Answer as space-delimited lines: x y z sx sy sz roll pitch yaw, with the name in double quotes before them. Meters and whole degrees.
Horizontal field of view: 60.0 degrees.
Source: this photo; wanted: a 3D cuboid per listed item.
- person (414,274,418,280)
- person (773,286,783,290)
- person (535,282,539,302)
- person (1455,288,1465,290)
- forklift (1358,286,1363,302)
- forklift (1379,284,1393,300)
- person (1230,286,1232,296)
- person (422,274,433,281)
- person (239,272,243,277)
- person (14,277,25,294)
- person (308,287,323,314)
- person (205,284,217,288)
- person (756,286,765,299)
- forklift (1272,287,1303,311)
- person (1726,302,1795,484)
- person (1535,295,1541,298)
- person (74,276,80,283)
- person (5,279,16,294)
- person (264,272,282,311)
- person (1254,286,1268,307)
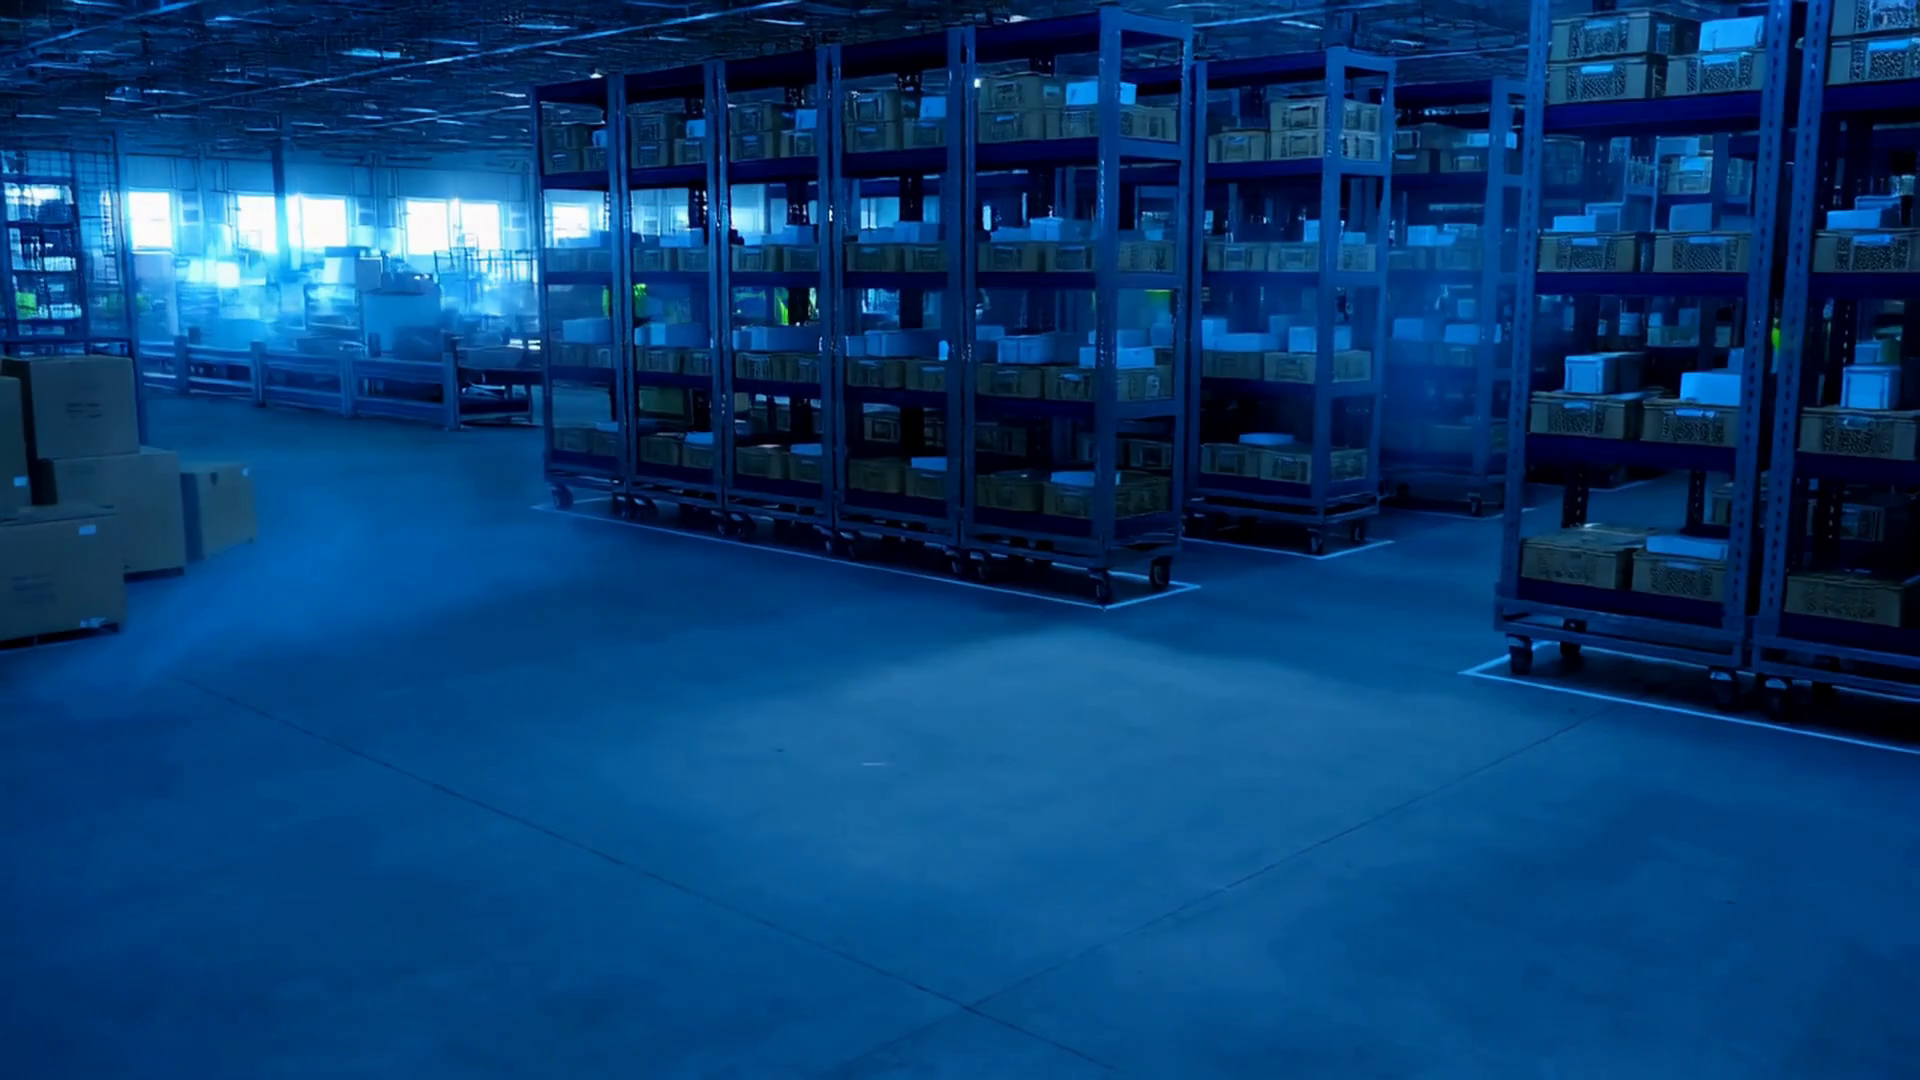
"person" -18.563 -8.111 56.661 0.564 1.893 0.966 7 11 36
"person" -8.368 -11.229 76.586 0.546 1.625 0.357 -5 11 -29
"person" -16.109 -9.300 64.070 0.532 1.864 0.310 3 10 16
"person" 18.391 -8.742 61.422 0.686 1.608 0.505 -7 11 -36
"forklift" 11.100 -7.017 46.970 1.873 2.768 1.129 9 13 43
"forklift" 12.533 -7.277 48.562 1.873 2.768 1.129 9 13 43
"person" 7.804 -6.577 47.932 0.672 1.670 0.559 7 12 39
"person" -25.936 -12.048 81.012 0.621 1.838 0.429 0 9 1
"person" -37.180 -12.926 86.171 0.547 1.914 0.493 5 11 30
"person" -31.787 -7.983 56.140 0.538 1.818 0.971 -6 11 -34
"person" -24.150 -8.980 62.095 0.614 1.862 0.987 5 10 26
"person" -26.542 -8.558 59.376 0.559 1.907 0.828 3 10 19
"person" -5.906 -6.733 49.136 0.334 1.607 0.516 1 9 5
"forklift" 10.769 -8.203 54.240 1.129 2.768 1.873 8 12 42
"person" 7.284 -1.271 15.071 1.004 1.790 0.575 -7 12 -37
"person" 15.344 -6.148 44.890 0.591 1.823 0.405 -1 9 -7
"person" -45.093 -12.830 85.315 0.384 1.996 0.610 5 10 26
"person" -30.899 -7.660 54.404 0.827 1.736 0.521 -8 13 -42
"person" -22.095 -7.616 53.430 0.618 1.964 0.361 2 9 11
"person" 7.354 -5.400 40.538 0.546 1.735 0.676 6 11 31
